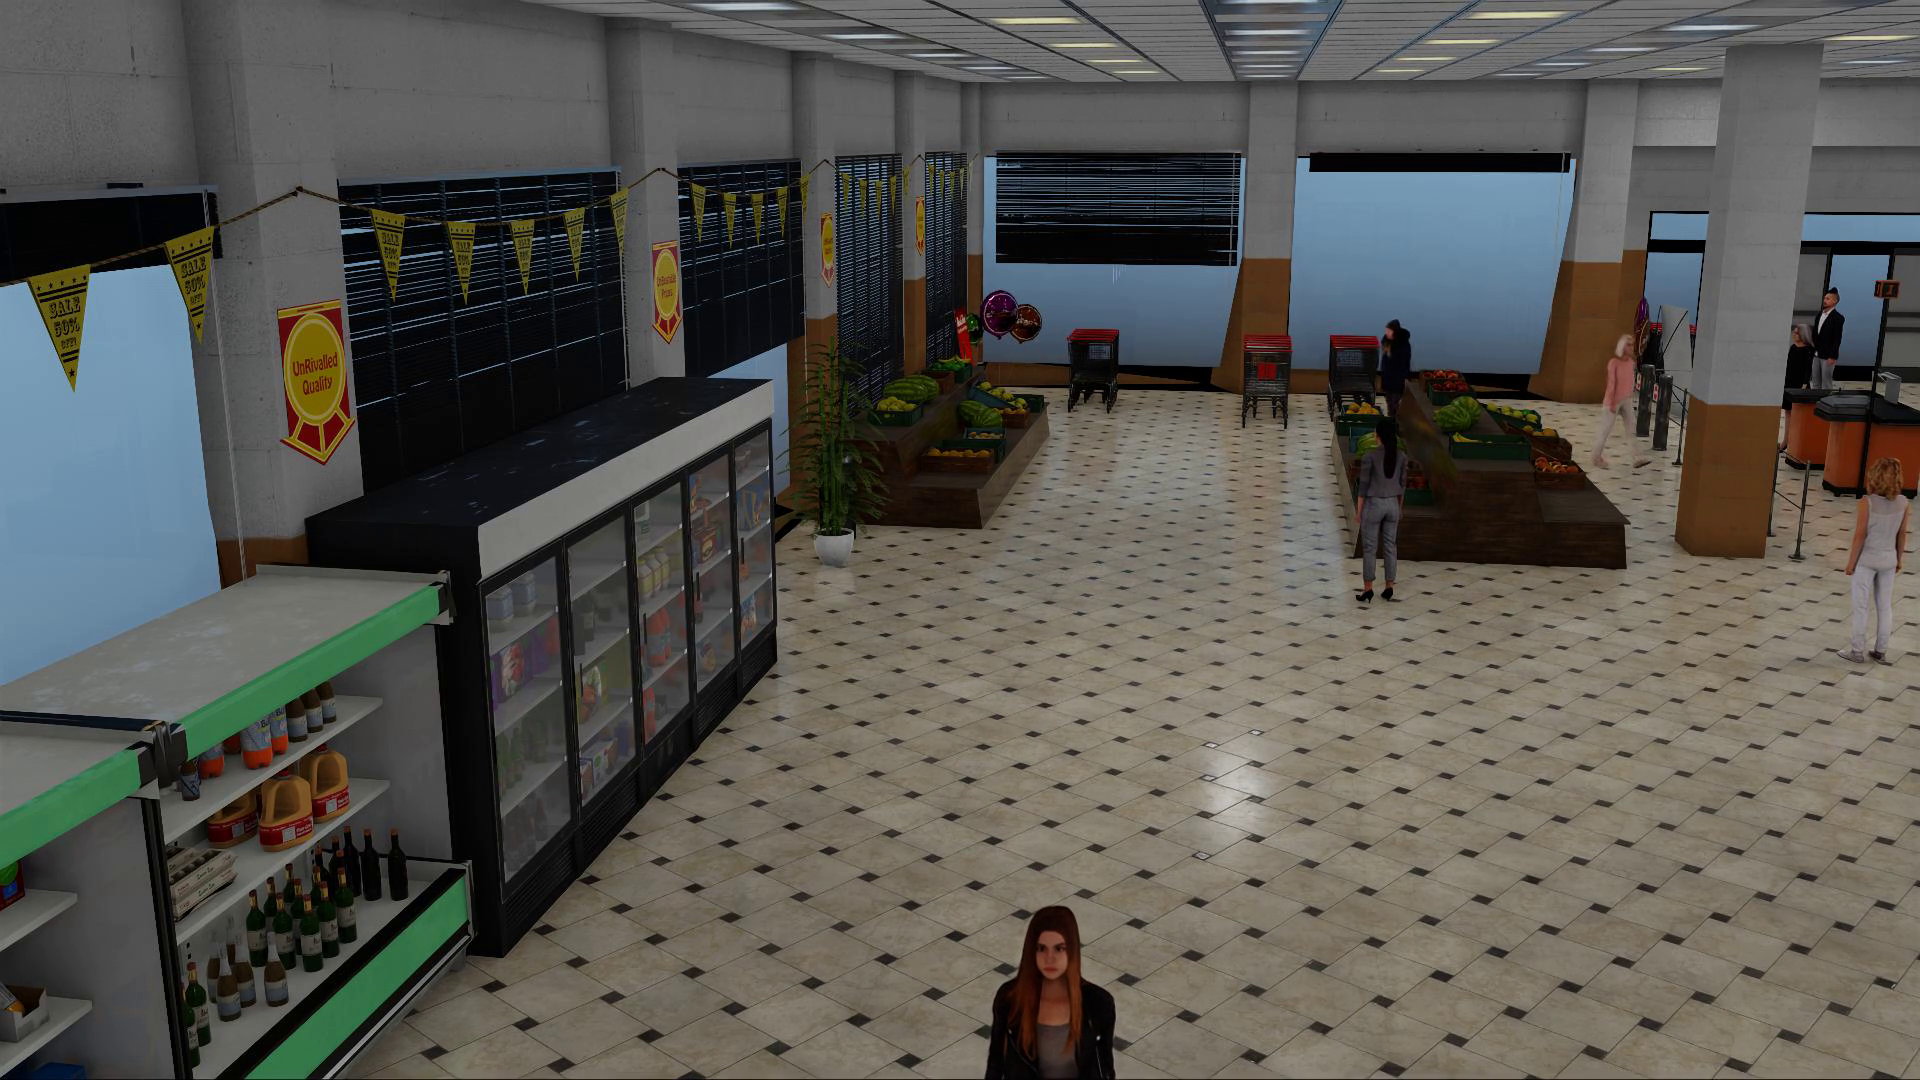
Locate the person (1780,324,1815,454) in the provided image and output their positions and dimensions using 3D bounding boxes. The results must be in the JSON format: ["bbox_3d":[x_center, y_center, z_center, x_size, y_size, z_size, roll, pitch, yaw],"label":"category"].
[{"bbox_3d":[11.100,-2.002,22.100,0.746,1.746,0.630,-3,14,-12],"label":"person"}]

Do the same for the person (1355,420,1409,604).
[{"bbox_3d":[3.806,-0.260,15.062,0.714,1.678,0.723,-3,14,-14],"label":"person"}]

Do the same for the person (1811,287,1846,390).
[{"bbox_3d":[13.091,-2.847,25.151,0.847,1.950,0.693,-3,14,-13],"label":"person"}]

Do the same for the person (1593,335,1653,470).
[{"bbox_3d":[8.321,-1.753,21.200,0.970,1.686,1.140,-6,15,-24],"label":"person"}]

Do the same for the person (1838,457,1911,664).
[{"bbox_3d":[7.350,0.158,13.354,0.657,1.670,0.621,-1,14,-4],"label":"person"}]

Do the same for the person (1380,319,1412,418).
[{"bbox_3d":[6.176,-2.262,23.345,0.899,1.665,0.833,-7,15,-26],"label":"person"}]

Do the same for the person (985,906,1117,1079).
[{"bbox_3d":[0.301,2.018,5.613,0.618,1.704,0.542,1,14,5],"label":"person"}]
